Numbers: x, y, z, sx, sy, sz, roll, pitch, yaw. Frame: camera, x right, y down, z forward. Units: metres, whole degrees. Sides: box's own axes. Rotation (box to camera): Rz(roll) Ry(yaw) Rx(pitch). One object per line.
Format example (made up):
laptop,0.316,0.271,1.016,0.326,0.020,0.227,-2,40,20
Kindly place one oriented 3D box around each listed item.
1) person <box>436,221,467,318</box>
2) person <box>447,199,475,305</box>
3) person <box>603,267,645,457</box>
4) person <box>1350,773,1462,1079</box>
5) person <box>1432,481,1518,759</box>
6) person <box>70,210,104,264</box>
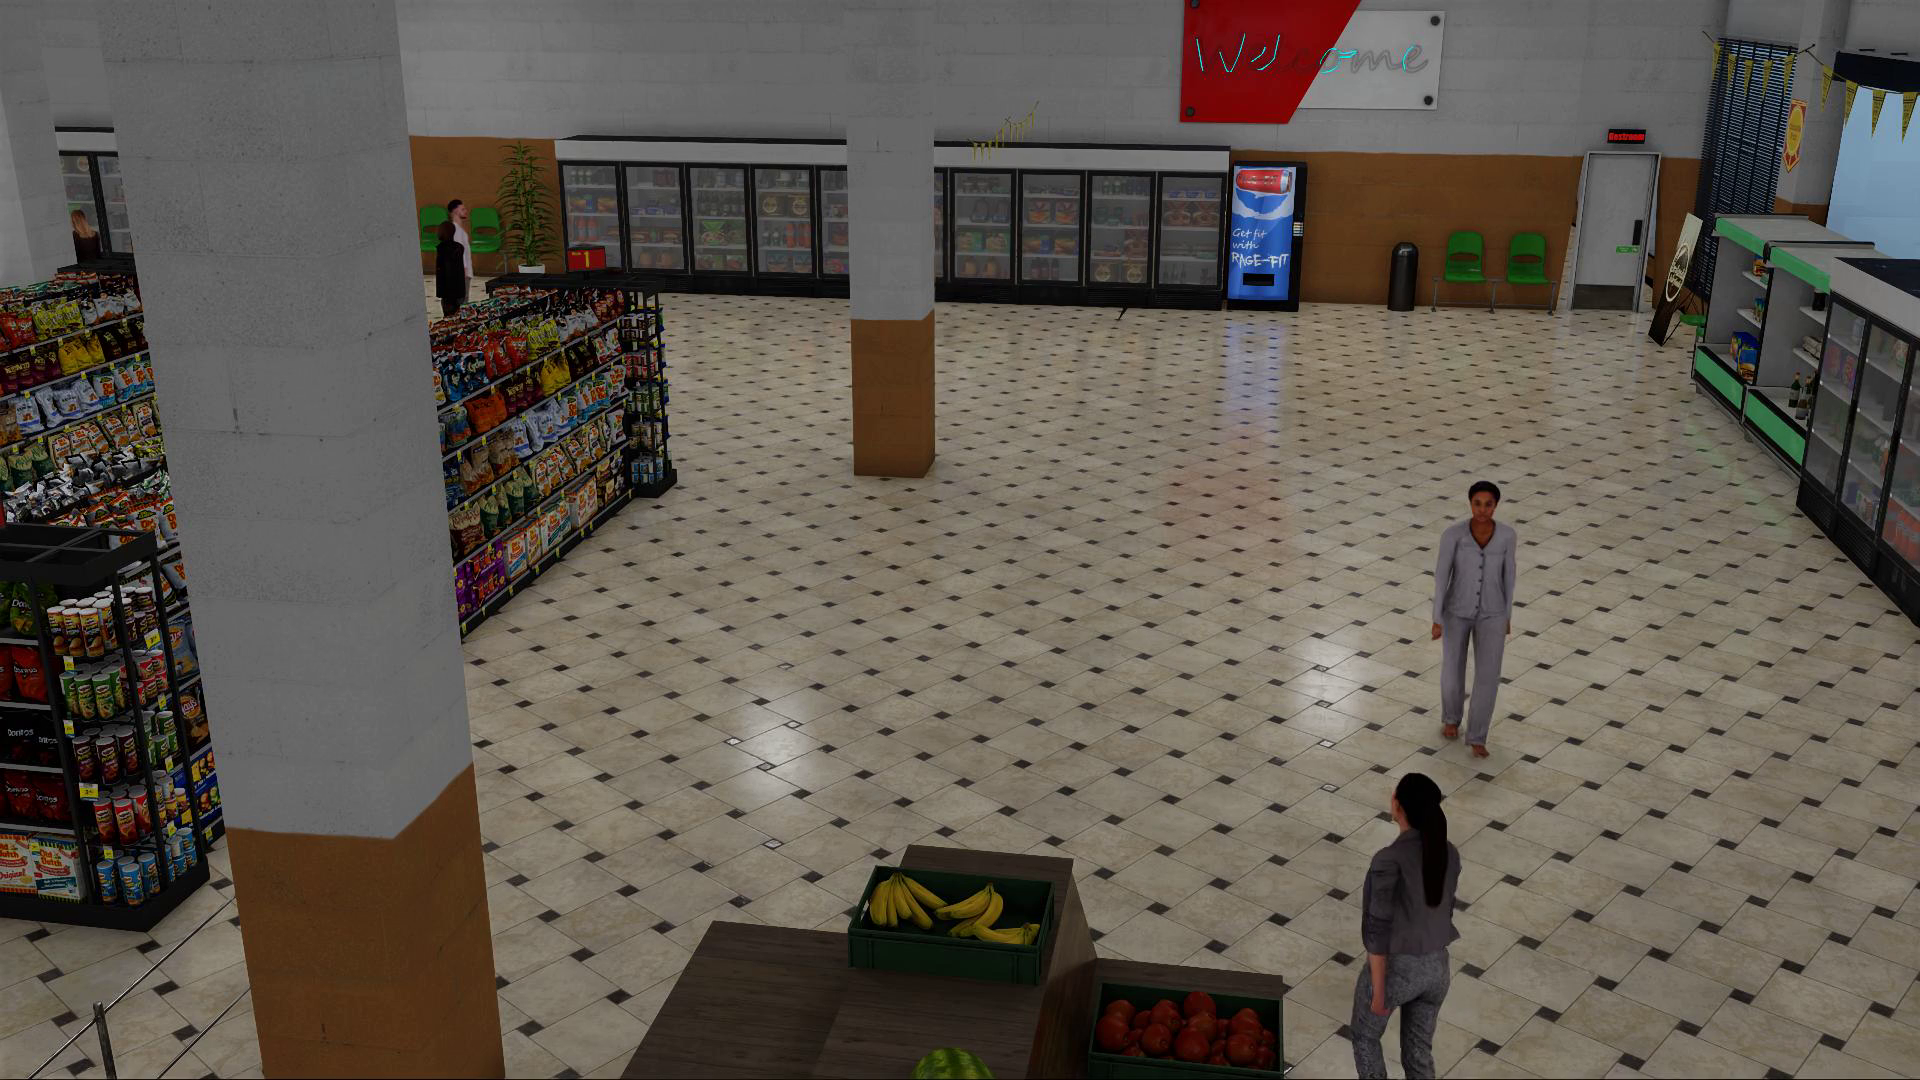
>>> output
person,-6.313,-3.072,20.749,0.835,1.825,0.679,-3,19,-9
person,-6.783,-3.711,22.623,0.807,1.840,0.666,-5,19,-14
person,-3.378,-1.742,16.562,0.906,1.981,0.708,9,21,26
person,1.815,1.787,6.639,0.811,1.634,0.867,-11,21,-29
person,3.233,0.437,10.515,0.666,1.715,0.847,4,19,12
person,-11.839,-3.626,22.584,0.735,1.703,0.589,13,22,33
